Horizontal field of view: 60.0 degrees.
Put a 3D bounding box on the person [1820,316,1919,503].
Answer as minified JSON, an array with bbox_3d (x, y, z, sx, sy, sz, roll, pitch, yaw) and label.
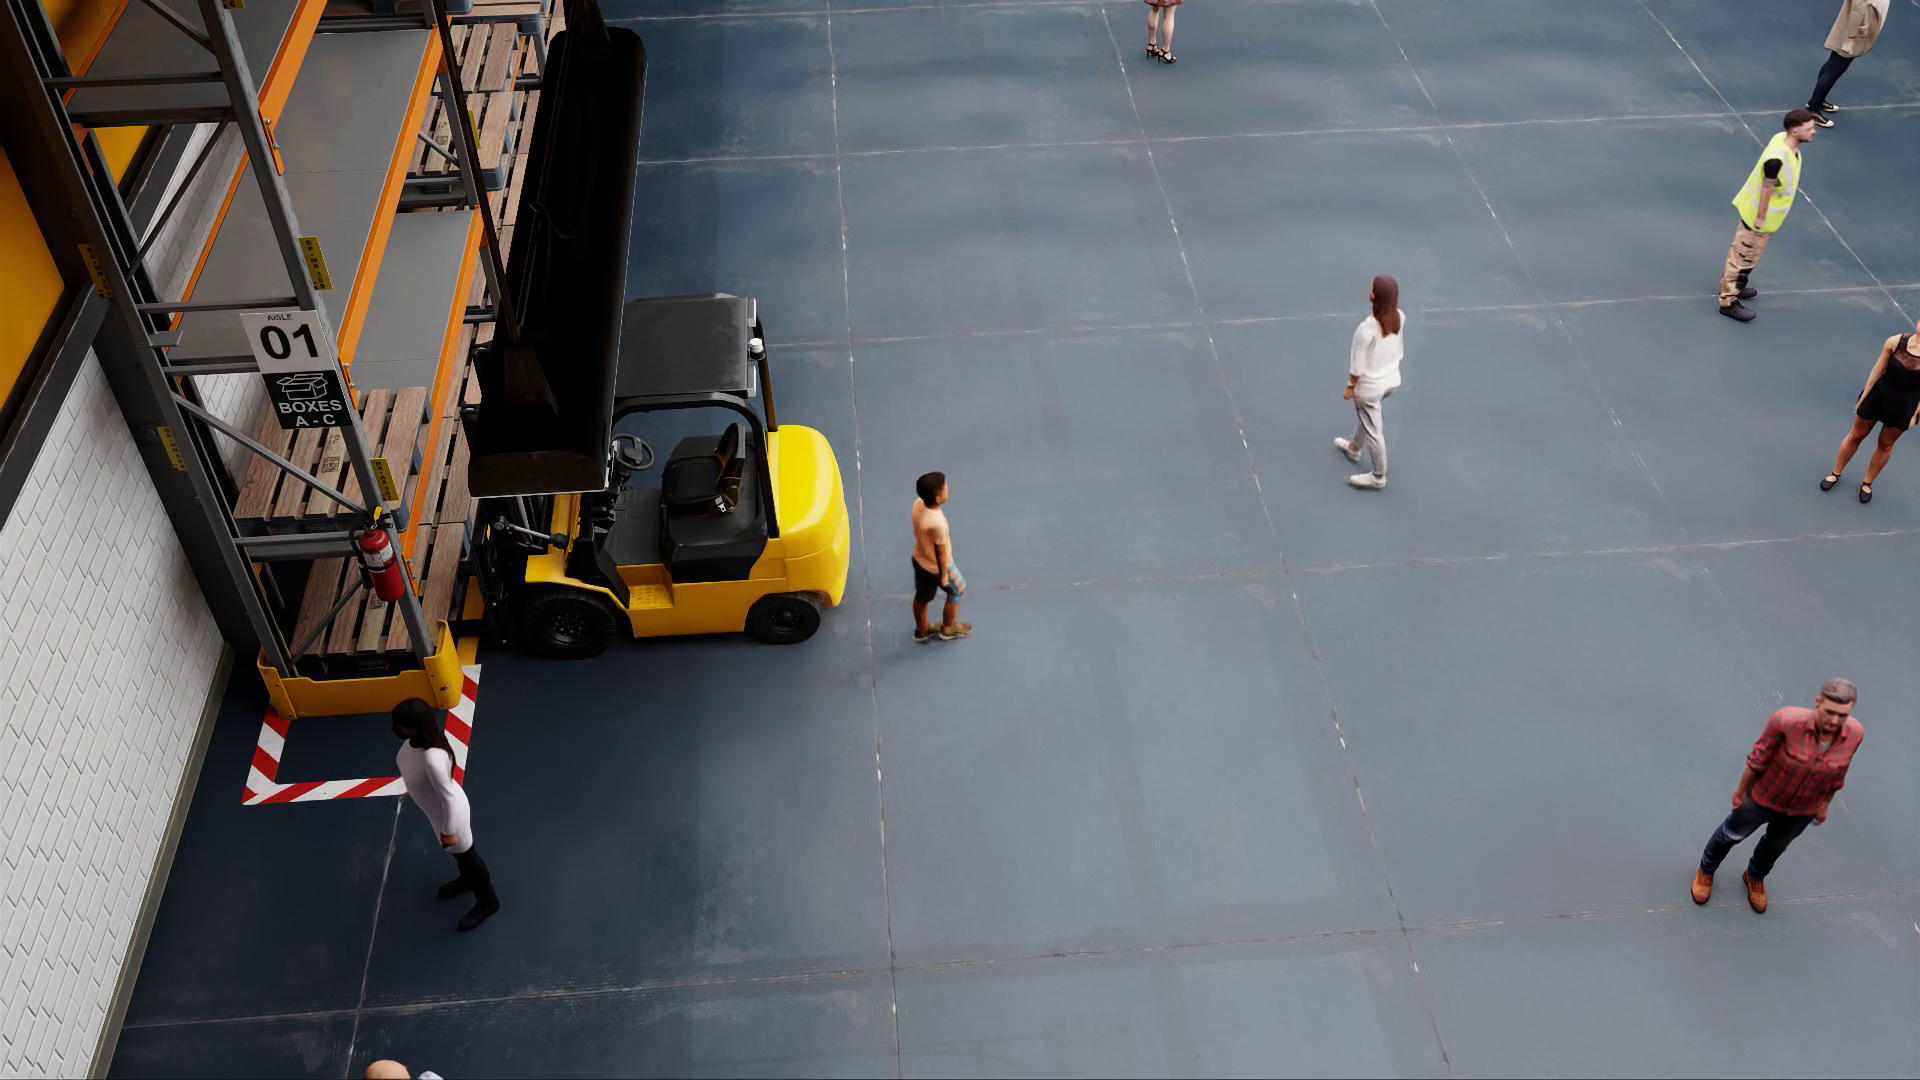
[{"bbox_3d":[6.704,-1.000,11.960,0.680,1.675,0.723,24,48,23],"label":"person"}]

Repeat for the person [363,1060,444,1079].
[{"bbox_3d":[-2.469,2.927,7.753,0.771,1.791,0.623,10,45,10],"label":"person"}]

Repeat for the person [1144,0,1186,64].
[{"bbox_3d":[2.098,-5.696,16.818,0.857,1.773,0.776,-27,50,-25],"label":"person"}]

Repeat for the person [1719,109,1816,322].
[{"bbox_3d":[6.592,-2.697,13.617,0.900,1.847,0.823,18,47,18],"label":"person"}]

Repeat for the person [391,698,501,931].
[{"bbox_3d":[-2.857,1.492,9.247,0.746,1.808,0.623,-24,48,-23],"label":"person"}]

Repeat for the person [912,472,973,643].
[{"bbox_3d":[-0.233,0.161,10.902,0.730,1.453,0.669,-25,49,-24],"label":"person"}]

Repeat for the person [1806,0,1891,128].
[{"bbox_3d":[8.540,-4.926,15.924,0.881,1.891,0.790,21,47,20],"label":"person"}]

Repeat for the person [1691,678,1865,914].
[{"bbox_3d":[4.612,1.410,9.317,0.744,1.831,0.658,8,44,8],"label":"person"}]

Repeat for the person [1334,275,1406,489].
[{"bbox_3d":[3.060,-1.116,12.095,0.944,1.657,0.857,34,53,31],"label":"person"}]
